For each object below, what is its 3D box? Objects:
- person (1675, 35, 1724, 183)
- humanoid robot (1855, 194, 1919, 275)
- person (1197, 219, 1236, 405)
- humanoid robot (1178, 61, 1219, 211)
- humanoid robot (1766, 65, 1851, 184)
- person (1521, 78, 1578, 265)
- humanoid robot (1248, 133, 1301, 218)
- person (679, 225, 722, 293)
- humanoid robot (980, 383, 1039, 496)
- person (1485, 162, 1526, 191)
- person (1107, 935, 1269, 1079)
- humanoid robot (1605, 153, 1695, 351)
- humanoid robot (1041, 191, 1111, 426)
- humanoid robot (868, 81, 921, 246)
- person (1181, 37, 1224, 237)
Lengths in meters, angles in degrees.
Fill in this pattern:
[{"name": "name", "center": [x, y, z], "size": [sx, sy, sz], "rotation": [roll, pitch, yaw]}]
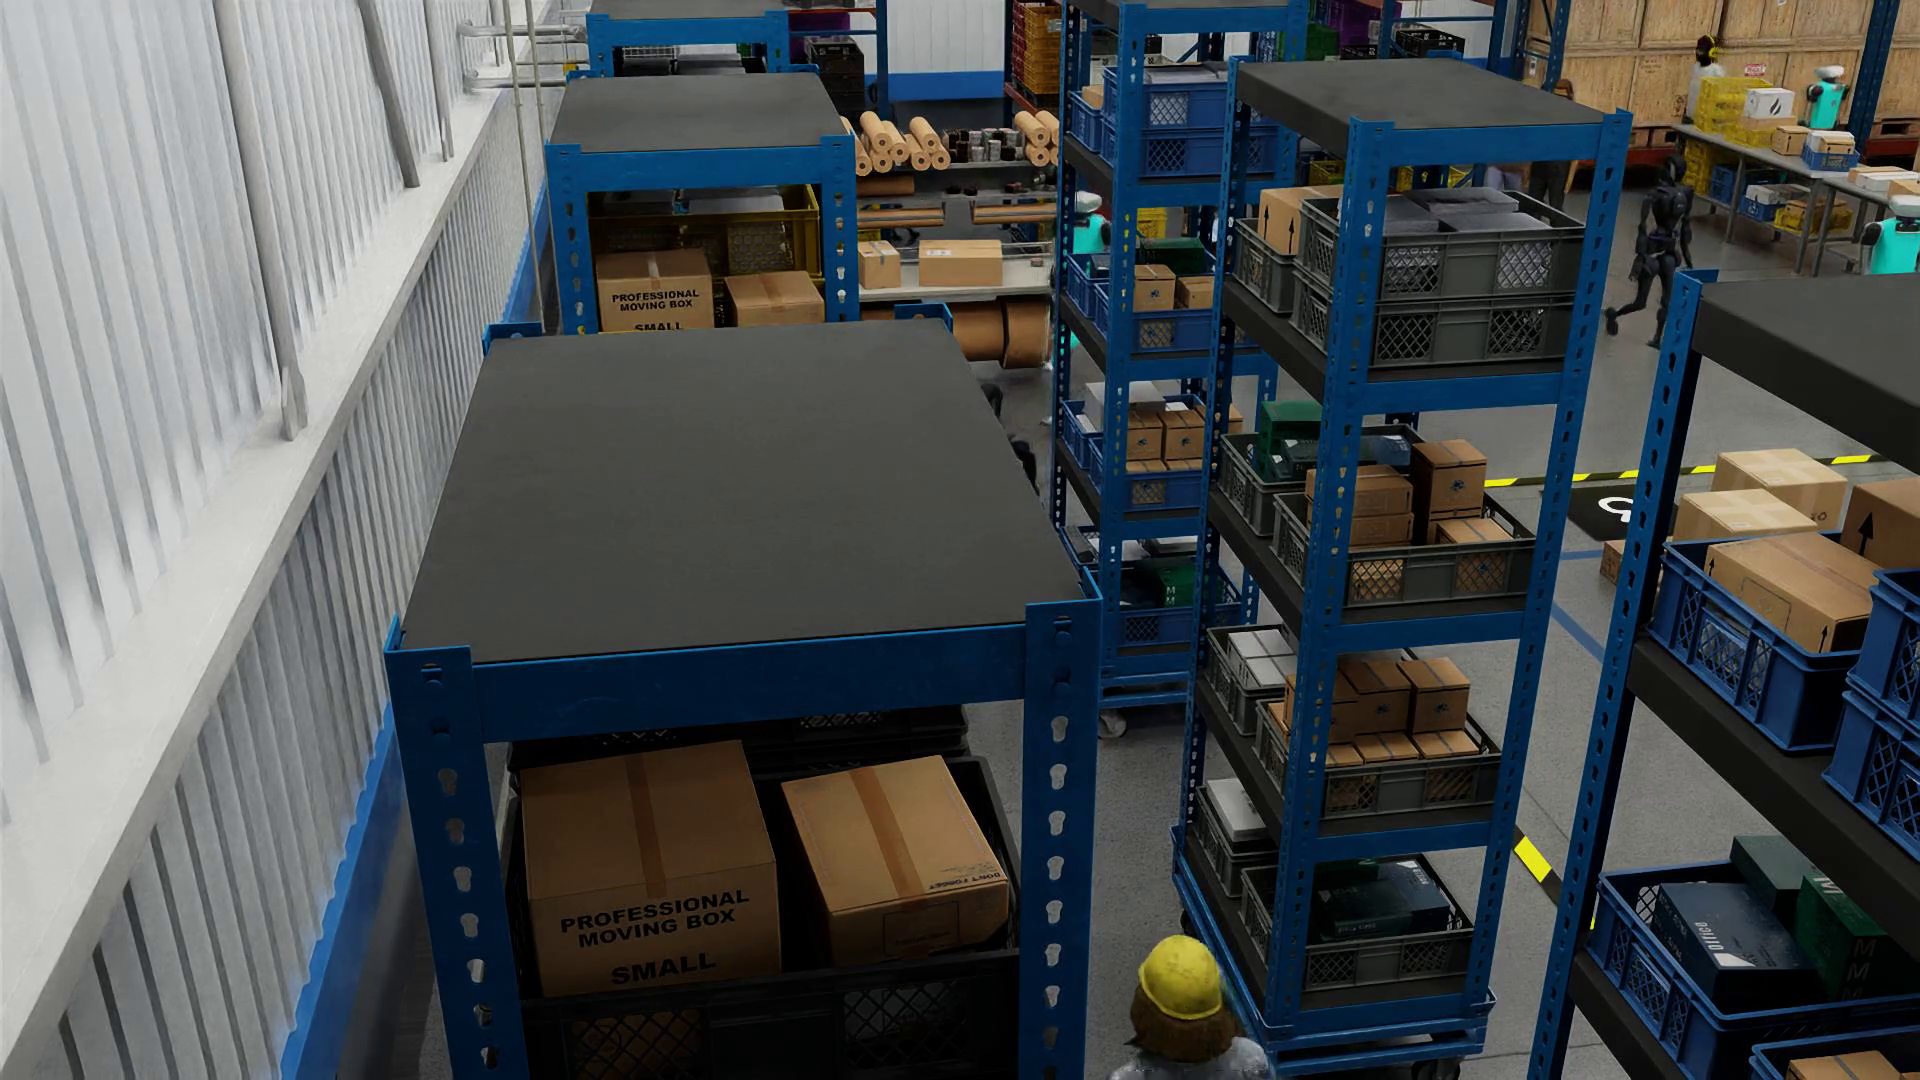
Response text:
[{"name": "person", "center": [8.335, -4.729, 18.696], "size": [0.575, 1.850, 0.521], "rotation": [-7, 26, -14]}, {"name": "humanoid robot", "center": [6.624, -1.539, 11.726], "size": [0.533, 1.677, 0.735], "rotation": [1, 25, 2]}, {"name": "person", "center": [1.686, -1.244, 11.106], "size": [0.381, 1.851, 0.597], "rotation": [-5, 25, -10]}, {"name": "humanoid robot", "center": [2.635, -4.414, 18.243], "size": [0.712, 1.629, 0.621], "rotation": [-1, 25, -3]}, {"name": "humanoid robot", "center": [8.764, -4.146, 17.599], "size": [0.552, 1.802, 0.901], "rotation": [-11, 27, -22]}, {"name": "person", "center": [5.707, -3.538, 16.110], "size": [0.503, 1.839, 0.347], "rotation": [20, 31, 37]}, {"name": "humanoid robot", "center": [2.982, -3.353, 15.900], "size": [0.607, 1.651, 0.373], "rotation": [6, 25, 12]}, {"name": "person", "center": [-2.070, -2.127, 12.990], "size": [0.551, 1.880, 1.014], "rotation": [-13, 28, -26]}, {"name": "humanoid robot", "center": [0.160, -0.051, 8.785], "size": [0.584, 1.625, 0.786], "rotation": [9, 26, 18]}, {"name": "person", "center": [5.449, -3.721, 16.647], "size": [0.521, 1.713, 0.886], "rotation": [8, 26, 17]}, {"name": "person", "center": [0.584, 1.818, 4.591], "size": [0.482, 1.728, 0.524], "rotation": [-6, 25, -13]}, {"name": "humanoid robot", "center": [5.824, -2.431, 13.922], "size": [0.615, 1.639, 0.627], "rotation": [-10, 27, -22]}, {"name": "humanoid robot", "center": [0.768, -1.606, 12.046], "size": [0.540, 1.733, 1.029], "rotation": [19, 31, 35]}, {"name": "humanoid robot", "center": [-0.670, -3.857, 16.998], "size": [0.485, 1.637, 0.603], "rotation": [-10, 27, -21]}, {"name": "person", "center": [2.561, -4.159, 17.221], "size": [0.612, 2.040, 0.384], "rotation": [-4, 25, -8]}]
